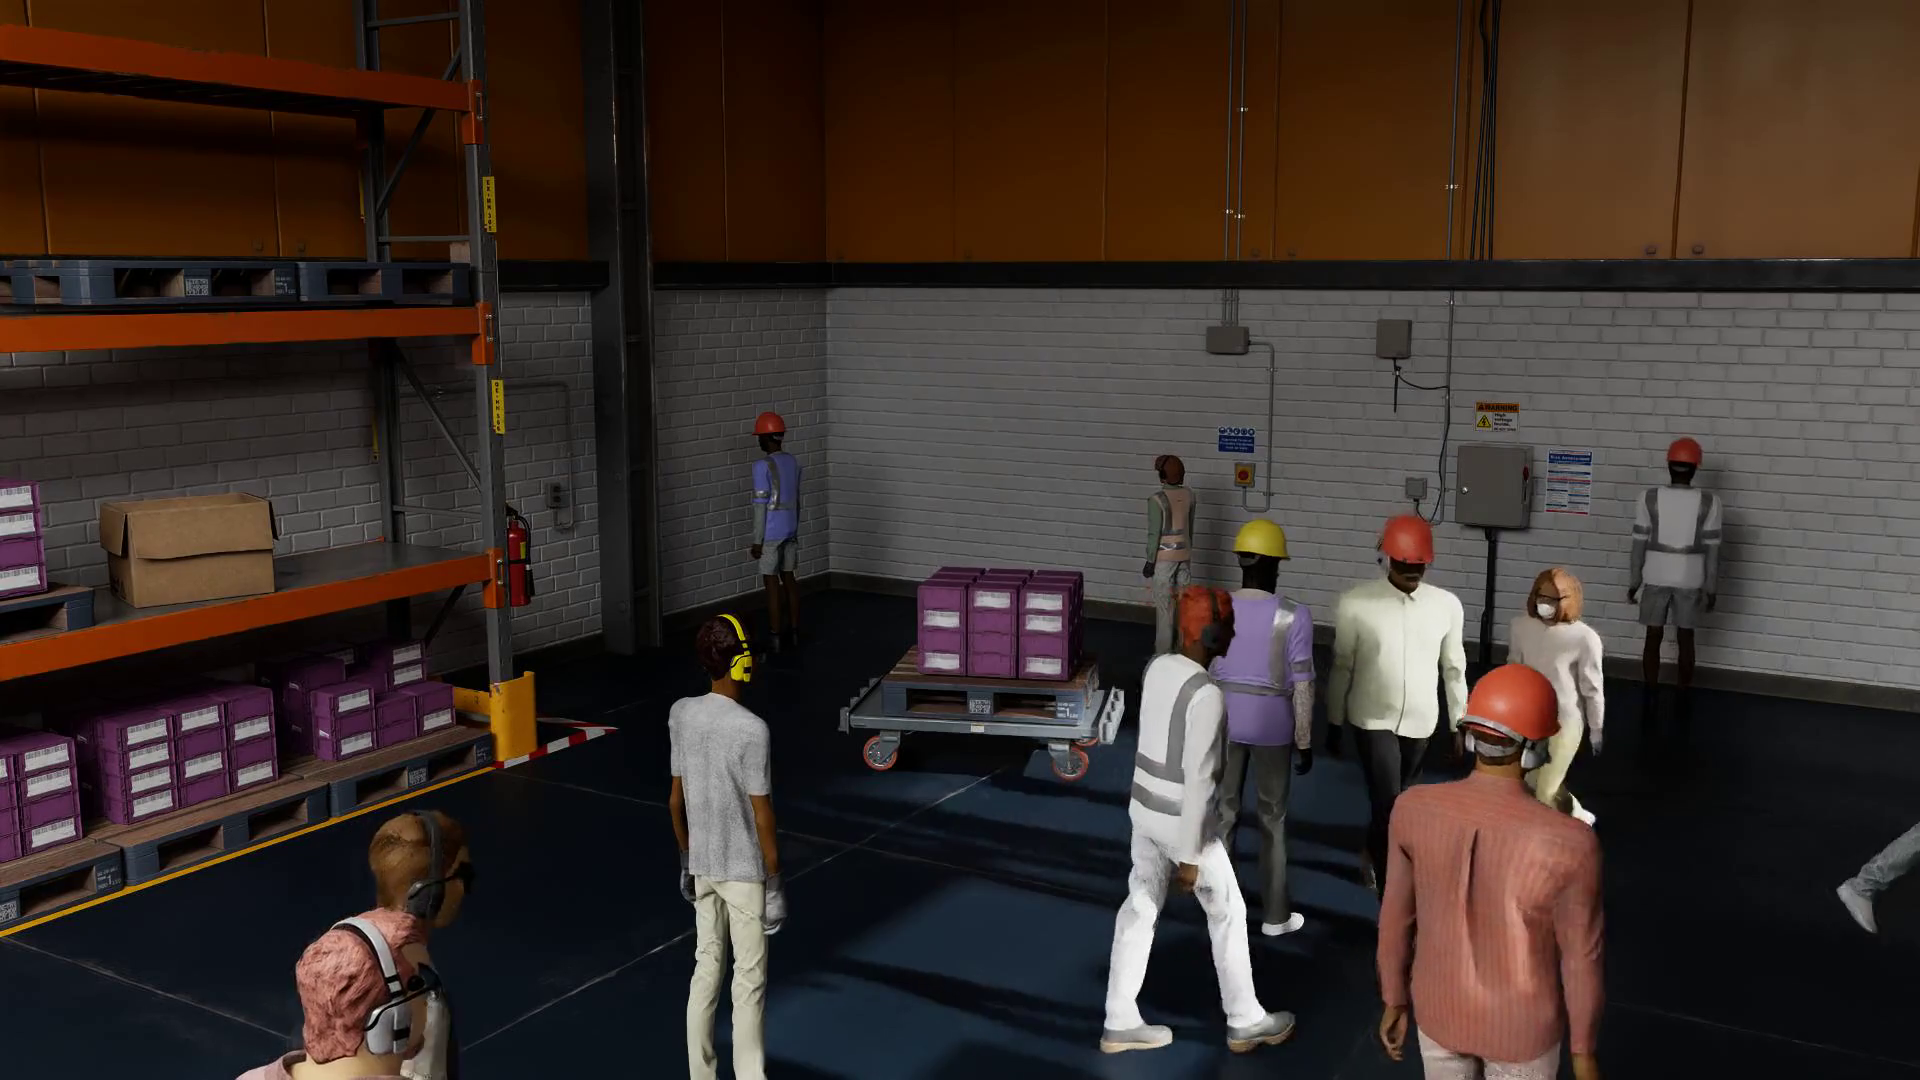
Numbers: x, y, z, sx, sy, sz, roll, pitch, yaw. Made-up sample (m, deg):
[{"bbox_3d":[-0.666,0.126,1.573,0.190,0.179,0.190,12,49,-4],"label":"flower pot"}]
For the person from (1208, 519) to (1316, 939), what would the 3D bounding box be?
[{"bbox_3d":[1.342,0.862,7.620,0.585,1.920,0.382,5,10,29],"label":"person"}]

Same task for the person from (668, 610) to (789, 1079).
[{"bbox_3d":[-0.798,1.169,5.857,0.514,1.873,0.329,7,12,38],"label":"person"}]

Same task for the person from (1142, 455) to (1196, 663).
[{"bbox_3d":[1.626,0.157,12.891,0.512,1.641,0.309,-8,12,-42],"label":"person"}]

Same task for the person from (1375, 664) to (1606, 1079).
[{"bbox_3d":[1.428,1.320,4.586,0.620,1.973,0.585,9,13,44],"label":"person"}]

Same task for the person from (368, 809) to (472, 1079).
[{"bbox_3d":[-1.289,1.514,3.869,0.405,1.813,0.511,-4,10,-24],"label":"person"}]

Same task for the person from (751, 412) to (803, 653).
[{"bbox_3d":[-1.499,-0.064,13.375,0.382,1.931,0.540,5,10,28],"label":"person"}]

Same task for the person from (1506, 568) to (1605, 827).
[{"bbox_3d":[2.989,0.904,8.322,0.755,1.599,0.513,-7,11,-36],"label":"person"}]

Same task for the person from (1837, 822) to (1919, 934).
[{"bbox_3d":[4.433,0.992,7.438,0.792,1.717,0.492,2,9,10],"label":"person"}]

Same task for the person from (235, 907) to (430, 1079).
[{"bbox_3d":[-1.048,1.600,3.053,0.655,1.906,0.407,5,10,27],"label":"person"}]

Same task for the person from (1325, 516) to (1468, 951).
[{"bbox_3d":[2.052,0.826,7.850,0.626,1.946,1.042,-1,9,-5],"label":"person"}]

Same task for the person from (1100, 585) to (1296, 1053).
[{"bbox_3d":[0.944,1.086,6.445,0.877,1.848,0.600,-4,10,-22],"label":"person"}]

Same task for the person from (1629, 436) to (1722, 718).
[{"bbox_3d":[4.880,0.255,11.361,0.554,1.933,0.374,4,10,23],"label":"person"}]
